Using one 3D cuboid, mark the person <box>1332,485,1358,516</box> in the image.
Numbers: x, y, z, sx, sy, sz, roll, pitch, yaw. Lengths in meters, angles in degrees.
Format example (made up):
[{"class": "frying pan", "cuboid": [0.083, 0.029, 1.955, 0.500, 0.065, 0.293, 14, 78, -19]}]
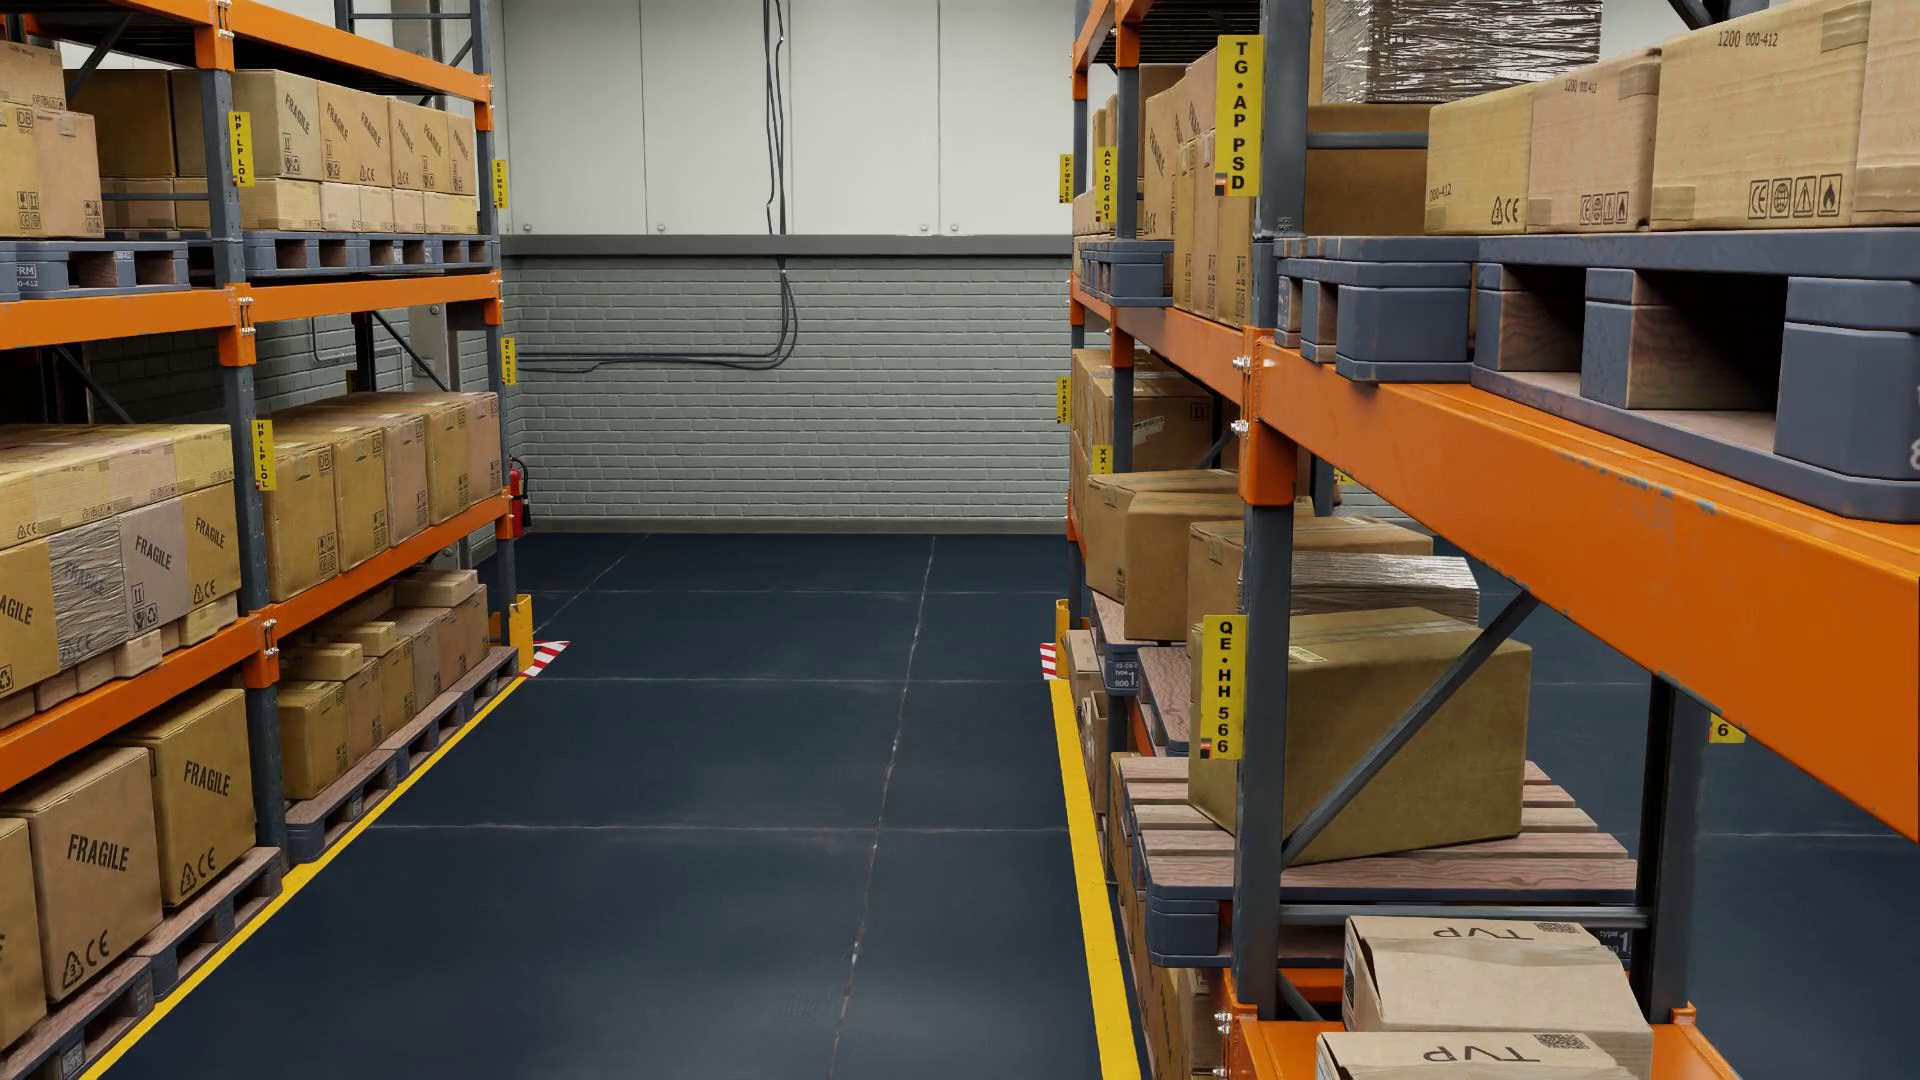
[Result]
[{"class": "person", "cuboid": [2.306, 0.355, 10.612, 0.501, 1.643, 0.318, -1, 10, -4]}]
